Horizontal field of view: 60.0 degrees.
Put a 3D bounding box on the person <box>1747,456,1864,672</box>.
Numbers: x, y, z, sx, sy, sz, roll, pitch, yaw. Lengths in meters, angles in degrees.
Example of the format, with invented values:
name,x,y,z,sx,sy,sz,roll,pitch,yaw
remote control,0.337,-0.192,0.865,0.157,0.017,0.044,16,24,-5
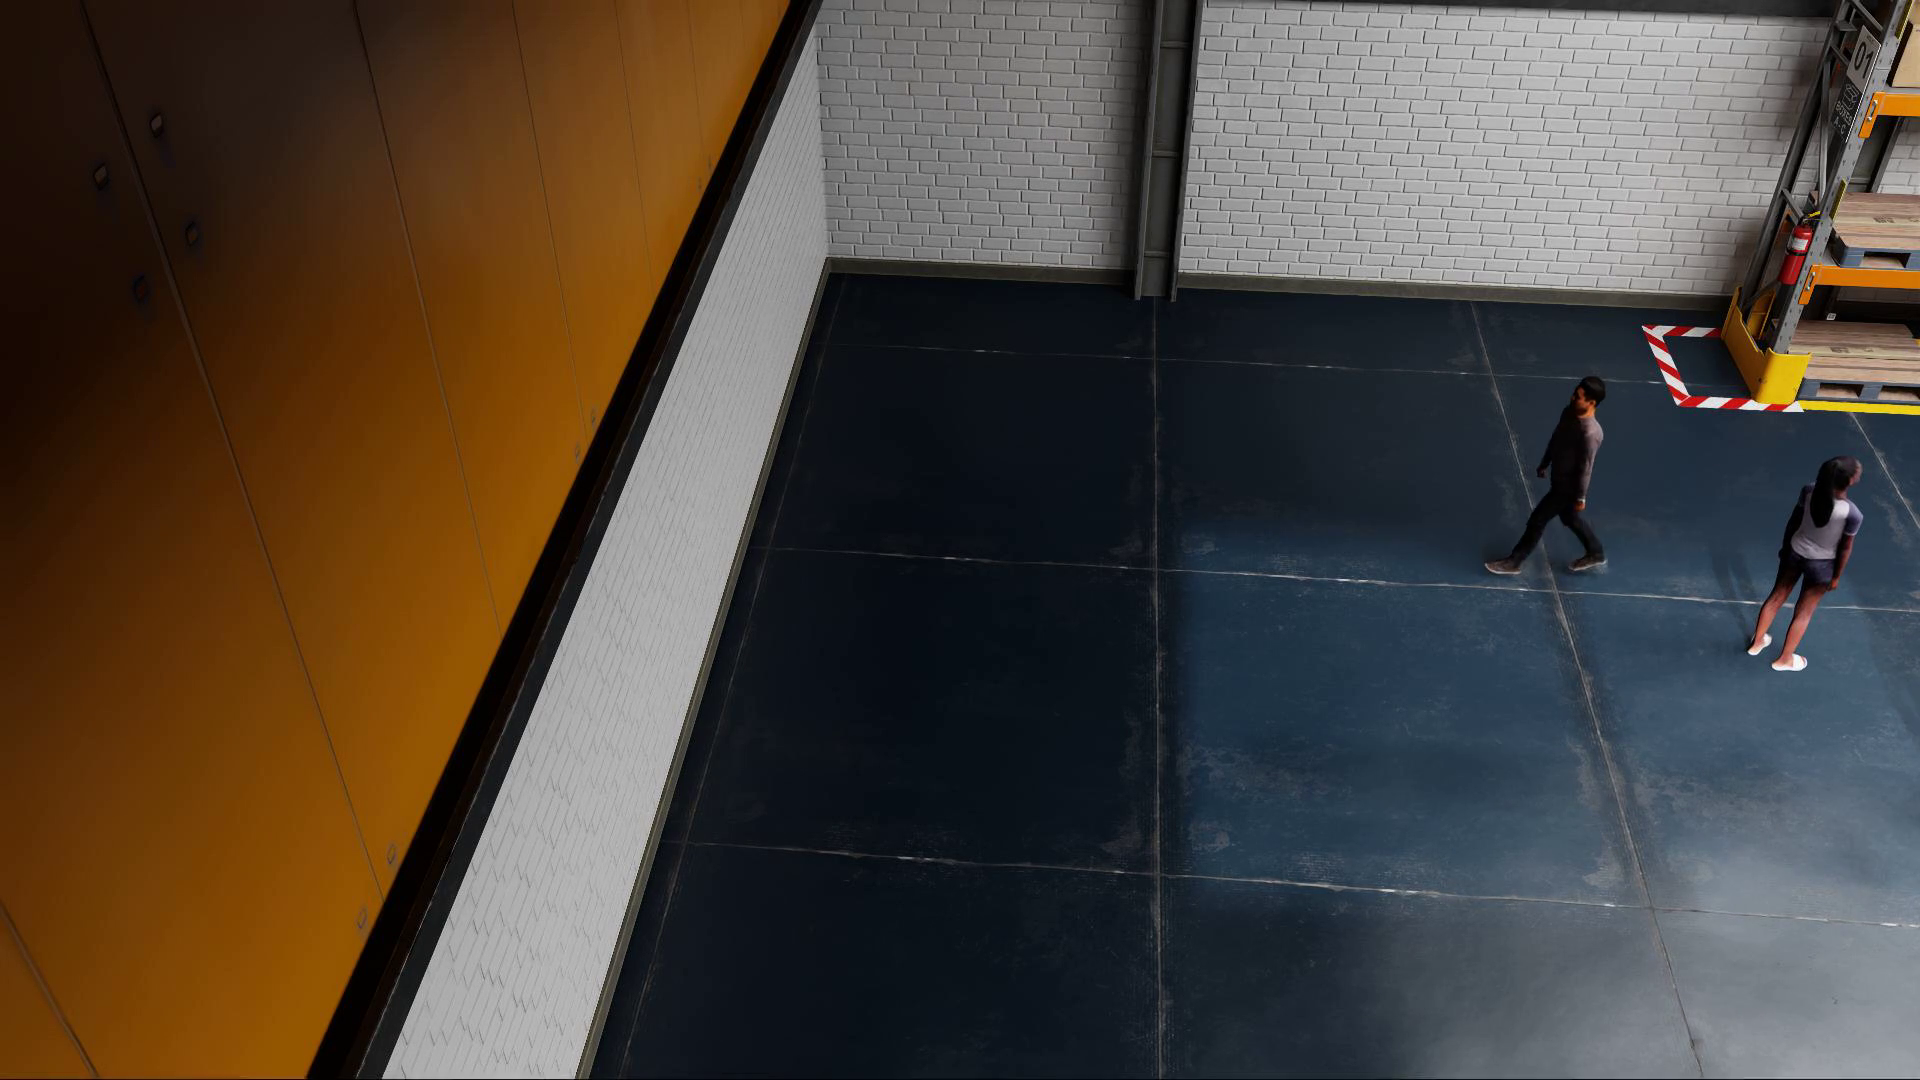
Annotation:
name,x,y,z,sx,sy,sz,roll,pitch,yaw
person,5.828,0.146,11.429,0.715,1.722,0.685,-21,43,-25

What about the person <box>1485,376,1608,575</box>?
name,x,y,z,sx,sy,sz,roll,pitch,yaw
person,4.516,-0.411,12.122,0.683,1.728,1.124,3,39,4
